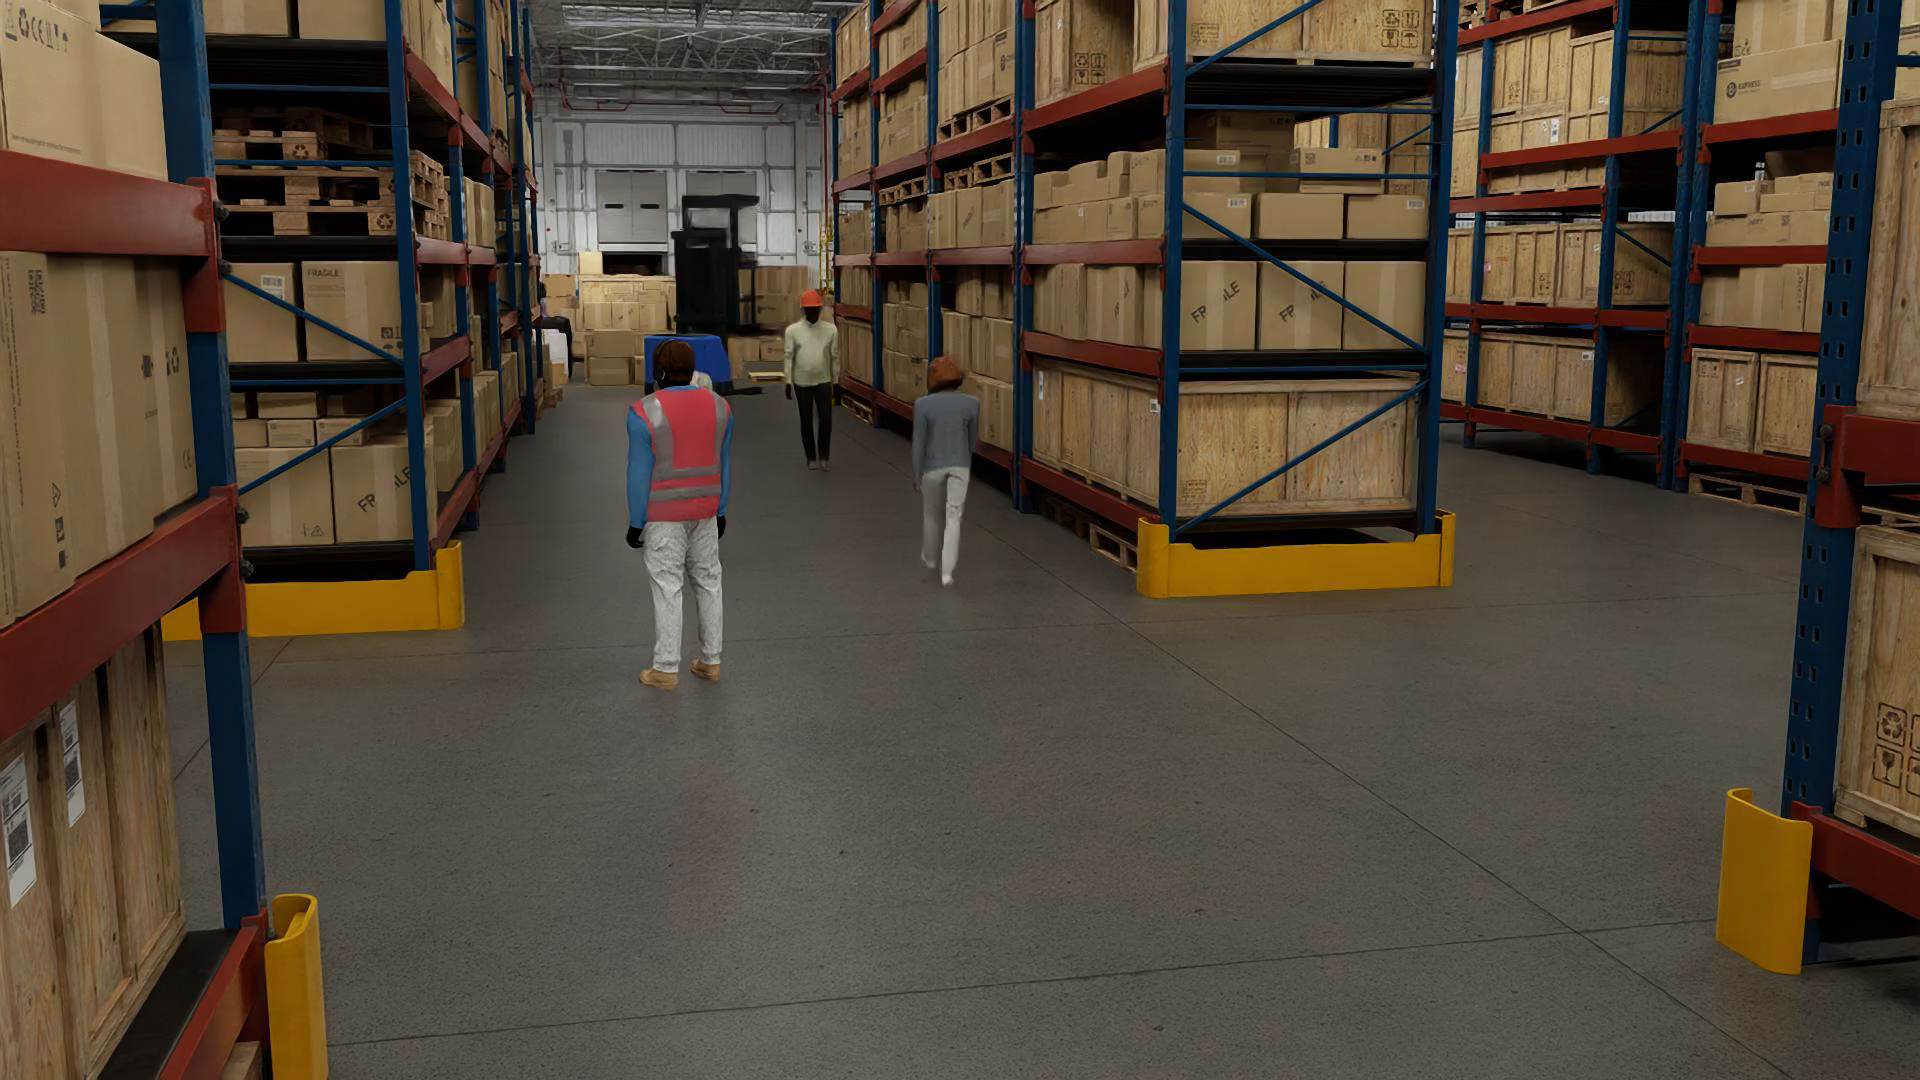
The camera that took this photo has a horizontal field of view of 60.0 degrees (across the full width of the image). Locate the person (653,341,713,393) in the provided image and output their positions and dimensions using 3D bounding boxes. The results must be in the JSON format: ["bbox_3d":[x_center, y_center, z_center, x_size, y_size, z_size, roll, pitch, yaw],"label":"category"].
[{"bbox_3d":[-2.277,-0.844,13.786,0.526,1.620,0.554,0,9,2],"label":"person"}]

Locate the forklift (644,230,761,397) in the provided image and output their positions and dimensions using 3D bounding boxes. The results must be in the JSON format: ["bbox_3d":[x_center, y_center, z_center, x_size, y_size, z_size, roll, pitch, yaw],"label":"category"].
[{"bbox_3d":[-4.360,-3.784,27.888,1.129,2.768,1.873,5,11,29],"label":"forklift"}]

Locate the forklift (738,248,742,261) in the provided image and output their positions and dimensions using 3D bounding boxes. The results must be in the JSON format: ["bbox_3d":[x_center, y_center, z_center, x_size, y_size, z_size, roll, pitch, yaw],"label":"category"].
[{"bbox_3d":[-7.372,-7.854,52.695,1.129,2.768,1.873,-8,12,-40],"label":"forklift"}]

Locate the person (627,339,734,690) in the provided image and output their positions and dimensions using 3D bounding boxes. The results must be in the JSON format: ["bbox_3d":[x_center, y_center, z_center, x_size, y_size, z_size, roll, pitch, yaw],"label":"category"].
[{"bbox_3d":[-1.498,-0.134,8.801,0.623,1.844,0.429,-8,12,-41],"label":"person"}]

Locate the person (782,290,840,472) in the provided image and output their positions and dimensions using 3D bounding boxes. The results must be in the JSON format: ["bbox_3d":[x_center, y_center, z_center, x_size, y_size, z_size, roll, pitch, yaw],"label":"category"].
[{"bbox_3d":[-1.598,-1.704,17.977,0.641,1.960,0.823,-2,9,-10],"label":"person"}]

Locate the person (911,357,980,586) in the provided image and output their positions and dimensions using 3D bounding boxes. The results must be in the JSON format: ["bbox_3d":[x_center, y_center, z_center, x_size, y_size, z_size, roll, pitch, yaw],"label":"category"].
[{"bbox_3d":[-0.113,-0.501,11.789,0.496,1.580,0.862,-1,9,-6],"label":"person"}]

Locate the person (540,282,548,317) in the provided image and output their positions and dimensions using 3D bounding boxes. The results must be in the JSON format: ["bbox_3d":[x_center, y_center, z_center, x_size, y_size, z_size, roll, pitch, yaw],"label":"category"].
[{"bbox_3d":[-8.826,-4.535,35.473,0.802,1.889,0.614,-5,11,-28],"label":"person"}]
